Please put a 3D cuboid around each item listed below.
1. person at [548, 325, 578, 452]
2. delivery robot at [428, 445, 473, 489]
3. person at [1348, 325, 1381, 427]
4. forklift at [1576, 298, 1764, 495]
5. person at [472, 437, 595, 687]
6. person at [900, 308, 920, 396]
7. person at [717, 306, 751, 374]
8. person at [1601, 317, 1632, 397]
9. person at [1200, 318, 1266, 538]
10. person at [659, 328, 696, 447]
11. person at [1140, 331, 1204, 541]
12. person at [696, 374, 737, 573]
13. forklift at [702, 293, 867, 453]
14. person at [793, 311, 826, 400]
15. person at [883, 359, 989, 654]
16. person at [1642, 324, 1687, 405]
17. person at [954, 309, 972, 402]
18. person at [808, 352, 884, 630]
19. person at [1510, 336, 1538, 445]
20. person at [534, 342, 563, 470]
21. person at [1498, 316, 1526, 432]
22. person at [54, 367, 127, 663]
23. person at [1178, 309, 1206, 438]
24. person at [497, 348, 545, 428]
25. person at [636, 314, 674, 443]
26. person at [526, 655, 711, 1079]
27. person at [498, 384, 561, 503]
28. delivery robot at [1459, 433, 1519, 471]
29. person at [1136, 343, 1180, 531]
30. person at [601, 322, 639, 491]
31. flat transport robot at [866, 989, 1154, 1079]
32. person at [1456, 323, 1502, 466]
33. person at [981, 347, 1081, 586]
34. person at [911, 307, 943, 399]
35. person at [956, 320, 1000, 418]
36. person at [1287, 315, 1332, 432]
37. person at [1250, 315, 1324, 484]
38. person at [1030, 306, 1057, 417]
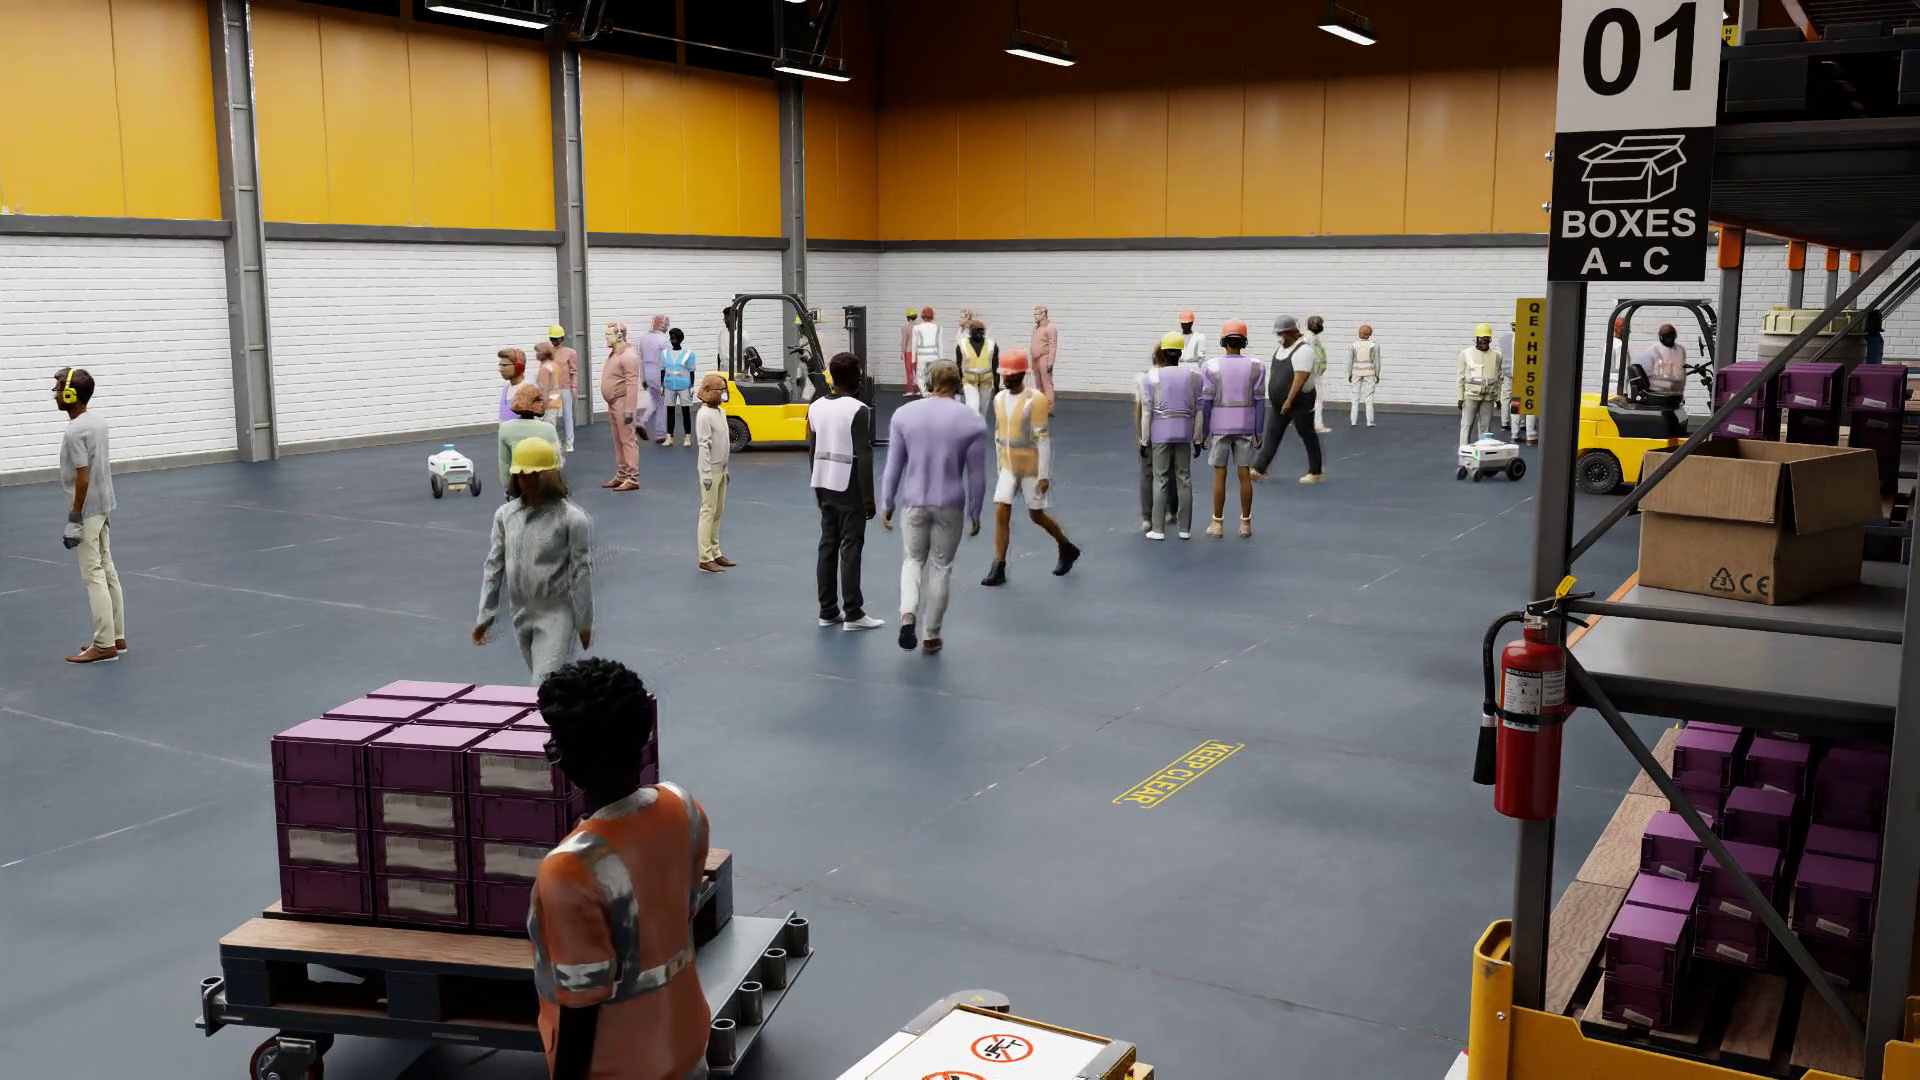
[{"bbox_3d":[-5.518,-2.075,22.855,0.524,1.759,0.328,0,9,2],"label":"person"},{"bbox_3d":[-5.644,-0.811,18.415,0.477,0.478,0.707,-5,11,-30],"label":"delivery robot"},{"bbox_3d":[6.485,-2.632,26.702,0.523,1.636,0.310,4,10,25],"label":"person"},{"bbox_3d":[7.954,-1.589,18.462,2.313,2.155,1.214,5,11,30],"label":"forklift"},{"bbox_3d":[-1.986,0.376,7.723,0.502,1.696,0.883,4,10,22],"label":"person"},{"bbox_3d":[-0.945,-3.741,33.320,0.536,1.780,0.446,-7,12,-38],"label":"person"},{"bbox_3d":[-3.434,-2.540,25.109,0.602,1.966,0.368,5,10,29],"label":"person"},{"bbox_3d":[8.645,-1.989,21.917,0.340,1.883,0.586,0,9,-3],"label":"person"},{"bbox_3d":[2.525,-1.035,15.472,0.609,2.043,0.376,0,9,-2],"label":"person"},{"bbox_3d":[-4.001,-2.155,23.554,0.530,1.693,0.321,1,9,8],"label":"person"},{"bbox_3d":[1.942,-0.951,15.307,0.593,1.926,0.366,-1,9,-8],"label":"person"},{"bbox_3d":[-2.025,-0.556,13.756,0.269,1.632,0.509,2,9,10],"label":"person"},{"bbox_3d":[-2.458,-2.344,23.176,2.313,2.155,1.214,0,9,-2],"label":"forklift"},{"bbox_3d":[-2.245,-2.495,25.033,0.533,1.898,0.656,-5,10,-28],"label":"person"},{"bbox_3d":[-0.155,-0.198,10.675,0.674,1.905,0.520,1,9,8],"label":"person"},{"bbox_3d":[9.287,-1.961,22.011,0.629,1.809,0.782,-2,9,-11],"label":"person"},{"bbox_3d":[0.022,-2.791,26.906,0.700,1.883,0.684,-5,10,-26],"label":"person"},{"bbox_3d":[-0.814,-0.334,11.487,0.391,1.920,0.586,-9,13,-43],"label":"person"},{"bbox_3d":[8.169,-2.311,23.808,0.378,1.932,0.642,-5,11,-31],"label":"person"},{"bbox_3d":[-5.121,-1.650,20.670,0.323,1.604,0.568,-1,9,-7],"label":"person"},{"bbox_3d":[8.636,-2.582,25.797,0.404,1.828,0.587,-7,12,-38],"label":"person"},{"bbox_3d":[-5.531,-0.156,10.521,0.327,1.874,0.521,-1,9,-9],"label":"person"},{"bbox_3d":[3.377,-2.464,24.780,0.539,1.929,0.406,3,10,20],"label":"person"},{"bbox_3d":[-3.659,-0.692,13.955,0.373,1.840,0.572,-7,12,-39],"label":"person"},{"bbox_3d":[-4.363,-2.321,24.047,0.659,1.875,0.468,8,12,41],"label":"person"},{"bbox_3d":[-0.692,1.072,3.409,0.321,1.693,0.530,3,10,17],"label":"person"},{"bbox_3d":[-3.221,-0.357,12.518,0.506,1.633,0.279,3,10,18],"label":"person"},{"bbox_3d":[6.284,-1.027,19.761,0.707,0.478,0.477,-4,10,-25],"label":"delivery robot"},{"bbox_3d":[1.948,-1.016,16.140,0.509,1.784,0.965,3,9,16],"label":"person"},{"bbox_3d":[-3.865,-1.506,18.864,0.401,1.901,0.640,-5,10,-29],"label":"person"},{"bbox_3d":[-0.051,1.609,4.488,0.652,0.197,1.431,5,10,29],"label":"flat transport robot"},{"bbox_3d":[6.575,-1.822,21.041,0.586,1.833,0.403,-1,9,-5],"label":"person"},{"bbox_3d":[0.552,-0.597,13.259,0.588,1.897,0.933,9,13,44],"label":"person"},{"bbox_3d":[-0.570,-3.210,29.591,0.577,1.872,0.573,-3,10,-17],"label":"person"},{"bbox_3d":[0.245,-2.263,23.903,0.628,1.801,0.938,-1,9,-8],"label":"person"},{"bbox_3d":[5.388,-2.569,25.757,0.721,1.823,0.631,2,9,10],"label":"person"},{"bbox_3d":[3.805,-1.653,19.341,1.054,2.000,0.692,-5,10,-26],"label":"person"},{"bbox_3d":[1.397,-3.056,28.519,0.401,1.904,0.651,-4,10,-26],"label":"person"}]
